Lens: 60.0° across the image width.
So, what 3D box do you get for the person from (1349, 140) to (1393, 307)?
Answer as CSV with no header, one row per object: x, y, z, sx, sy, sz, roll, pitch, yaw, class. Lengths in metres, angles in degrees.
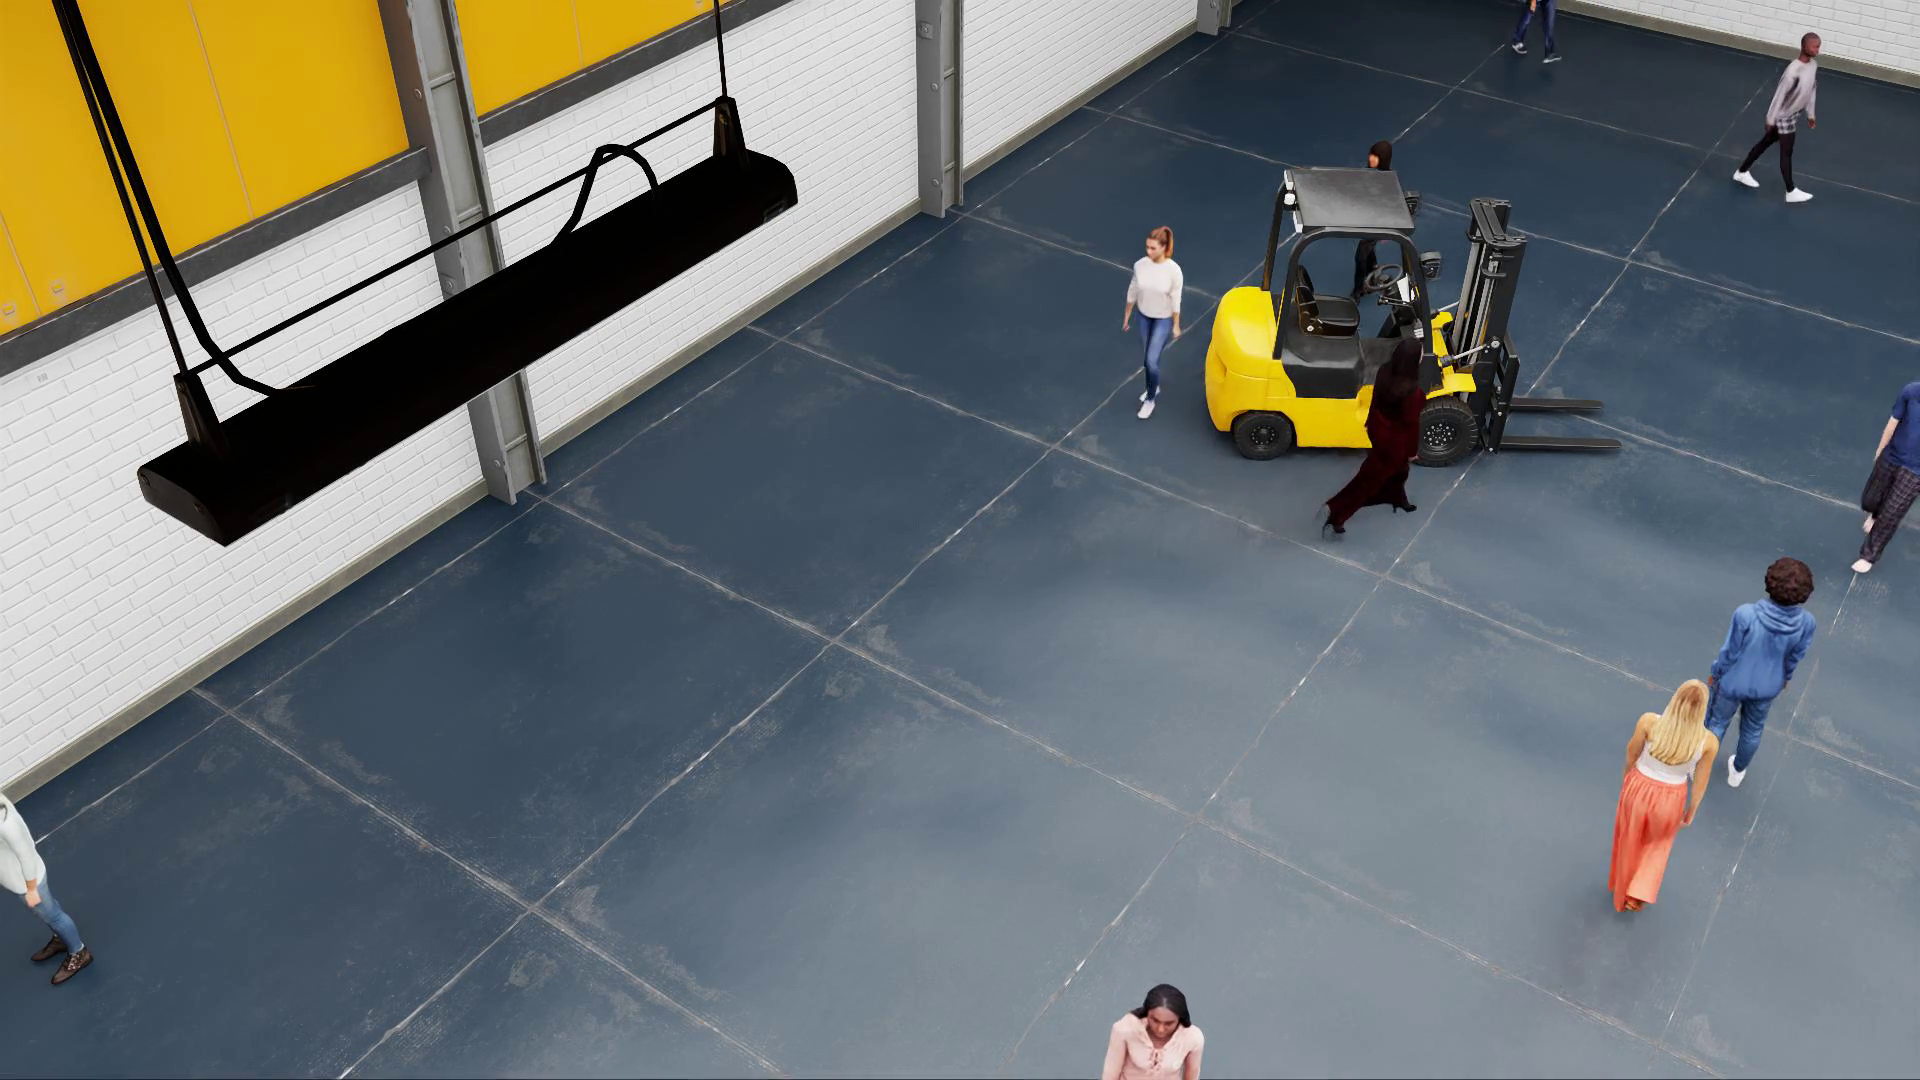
3.901,-2.985,15.548,0.857,1.624,0.746,-18,42,-21,person

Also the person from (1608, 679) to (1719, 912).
4.020,1.573,9.707,0.672,1.790,0.776,19,42,22,person

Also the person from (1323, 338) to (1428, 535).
3.183,-0.741,12.666,1.191,1.714,1.107,-8,39,-10,person

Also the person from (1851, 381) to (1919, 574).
7.102,-0.609,12.387,0.921,1.855,0.762,-31,48,-33,person

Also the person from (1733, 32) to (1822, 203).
8.491,-4.424,17.266,1.136,1.729,0.874,-29,47,-31,person

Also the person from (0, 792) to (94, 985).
-5.337,1.873,9.448,0.593,1.645,0.542,30,48,32,person

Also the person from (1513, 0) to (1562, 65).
6.994,-6.595,20.156,1.043,1.513,1.035,-10,40,-13,person

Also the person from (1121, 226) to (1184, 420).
1.698,-1.898,14.124,0.636,1.701,0.745,26,45,29,person

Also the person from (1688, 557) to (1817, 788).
5.038,0.858,10.587,0.759,1.810,0.731,6,39,7,person

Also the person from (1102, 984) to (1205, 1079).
0.945,2.724,8.360,0.901,1.673,1.247,9,39,11,person
